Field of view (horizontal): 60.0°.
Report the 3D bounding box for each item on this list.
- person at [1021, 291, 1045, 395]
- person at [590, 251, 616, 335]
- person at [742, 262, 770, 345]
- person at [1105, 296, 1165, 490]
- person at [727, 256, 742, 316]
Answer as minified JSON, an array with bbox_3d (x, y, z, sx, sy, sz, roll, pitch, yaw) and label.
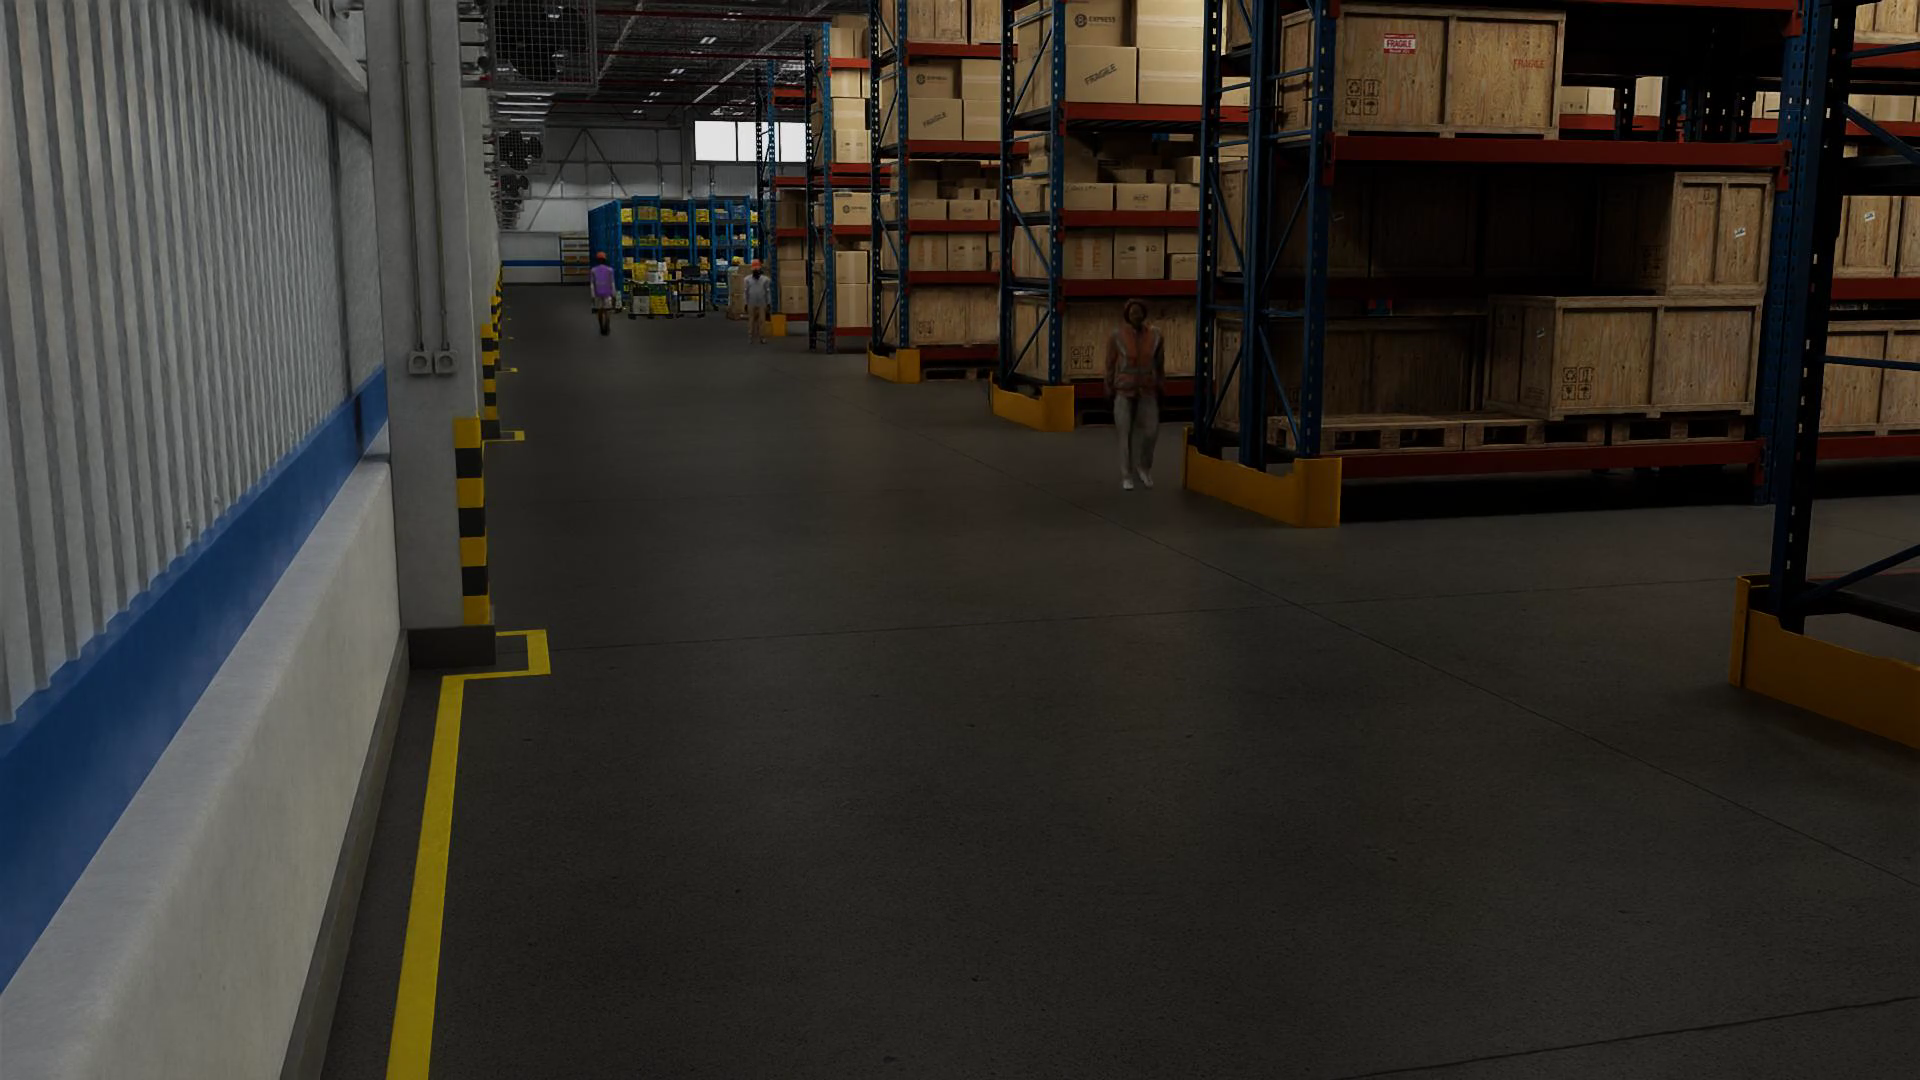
[{"bbox_3d":[0.856,-2.622,20.980,0.722,1.910,0.547,-3,10,-16],"label":"person"},{"bbox_3d":[-8.178,-5.654,38.098,0.578,1.922,0.404,-1,10,-8],"label":"person"},{"bbox_3d":[-4.178,-4.843,34.150,0.581,1.696,0.799,-2,10,-12],"label":"person"},{"bbox_3d":[1.439,-1.208,13.787,0.531,1.612,0.415,-2,10,-9],"label":"person"},{"bbox_3d":[-6.500,-7.327,48.116,0.485,1.734,0.348,5,11,26],"label":"person"}]
